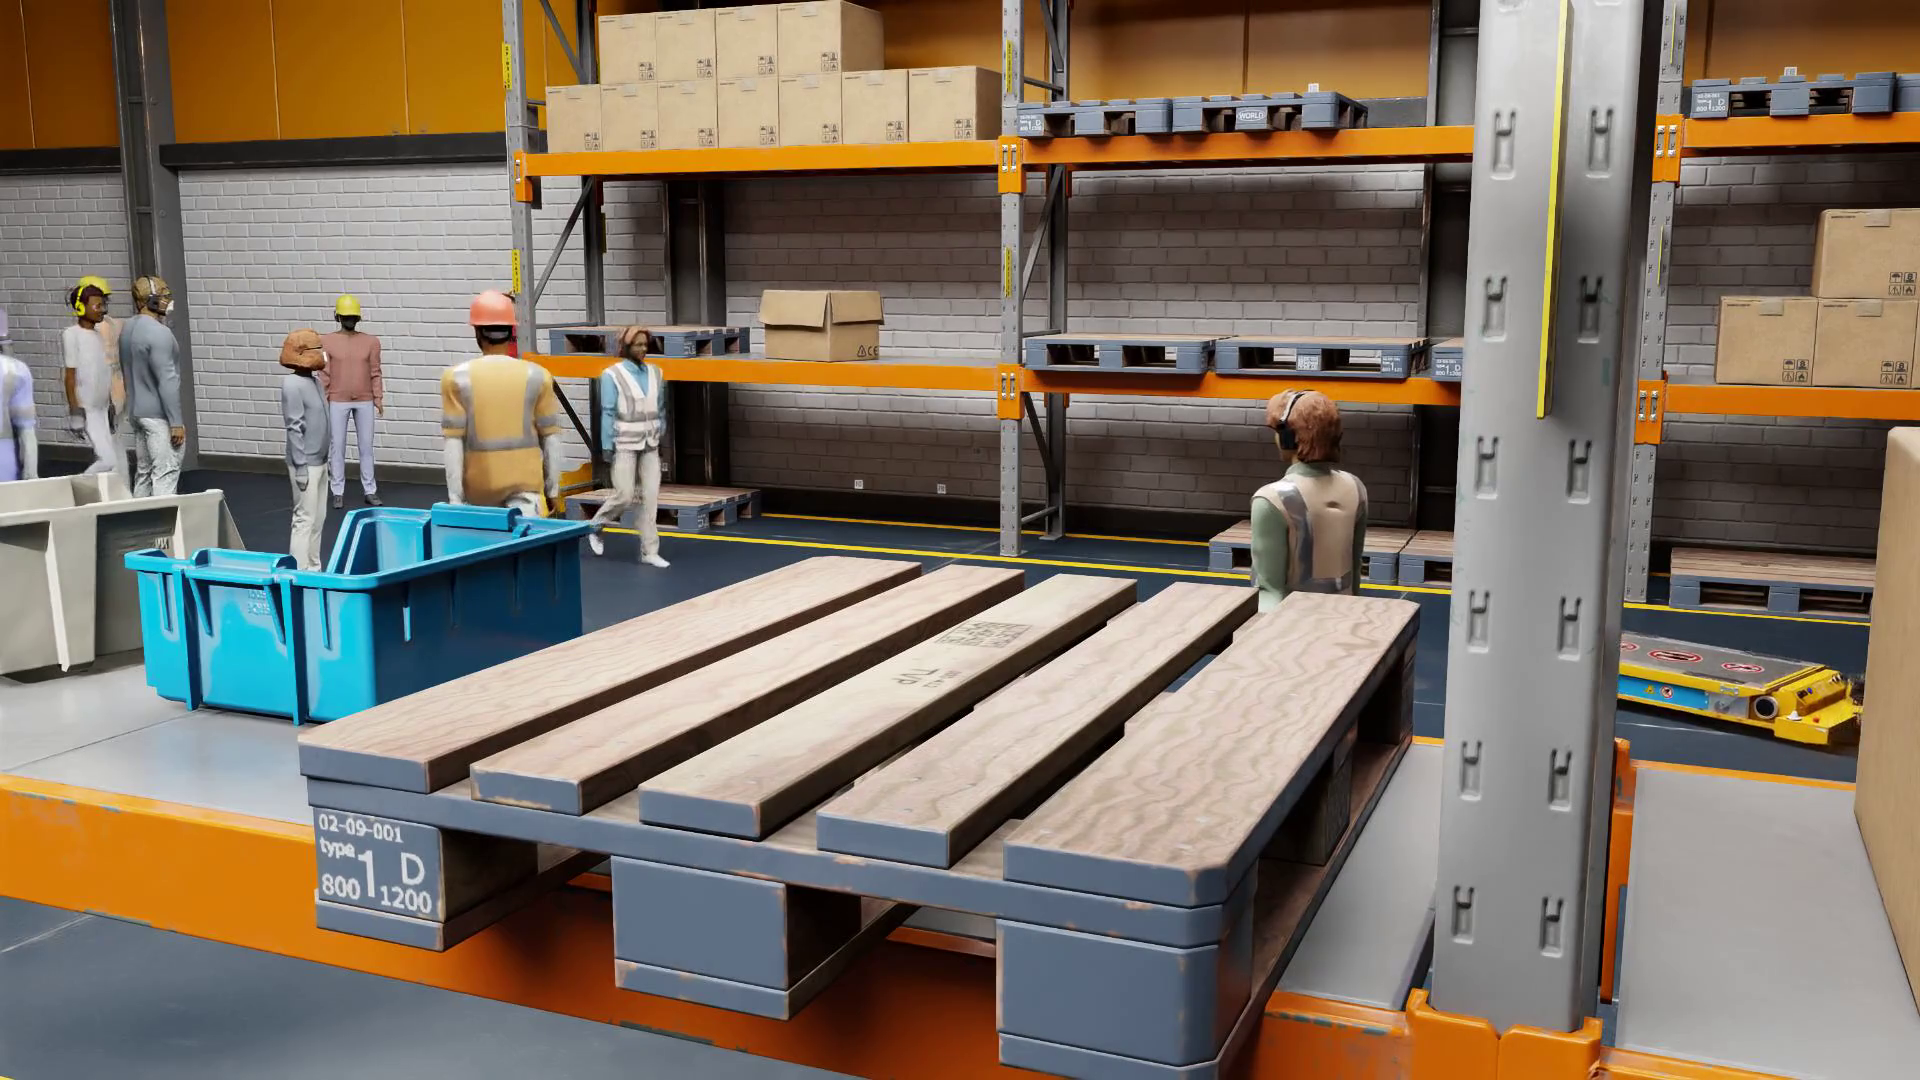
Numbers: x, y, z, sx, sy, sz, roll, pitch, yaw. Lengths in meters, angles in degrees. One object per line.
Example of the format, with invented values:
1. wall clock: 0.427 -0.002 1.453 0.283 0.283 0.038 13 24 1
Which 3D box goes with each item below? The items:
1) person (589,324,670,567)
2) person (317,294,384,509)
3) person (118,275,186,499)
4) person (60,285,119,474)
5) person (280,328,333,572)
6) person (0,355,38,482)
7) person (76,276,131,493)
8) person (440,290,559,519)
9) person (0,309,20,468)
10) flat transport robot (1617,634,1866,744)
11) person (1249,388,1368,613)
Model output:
1. person: -2.215 -0.624 11.073 0.552 1.625 0.526 7 12 37
2. person: -5.026 -1.141 13.740 0.523 1.766 0.315 -6 11 -32
3. person: -5.421 -0.812 11.243 0.630 1.940 0.371 8 12 40
4. person: -6.391 -0.947 12.278 0.412 1.860 0.545 0 9 -1
5. person: -3.856 -0.436 9.890 0.272 1.635 0.507 -1 10 -4
6. person: -5.041 -0.331 8.497 0.558 1.893 0.936 -8 12 -39
7. person: -6.843 -1.145 13.317 0.398 1.917 0.613 -3 10 -17
8. person: -2.262 -0.284 8.230 0.557 1.892 1.007 -3 10 -19
9. person: -9.487 -1.649 16.261 0.542 1.938 0.358 0 9 3
10. flat transport robot: 3.335 0.633 7.570 0.652 0.197 1.431 -8 13 -41
11. person: 1.064 0.352 5.166 0.523 1.638 0.310 -8 13 -41
